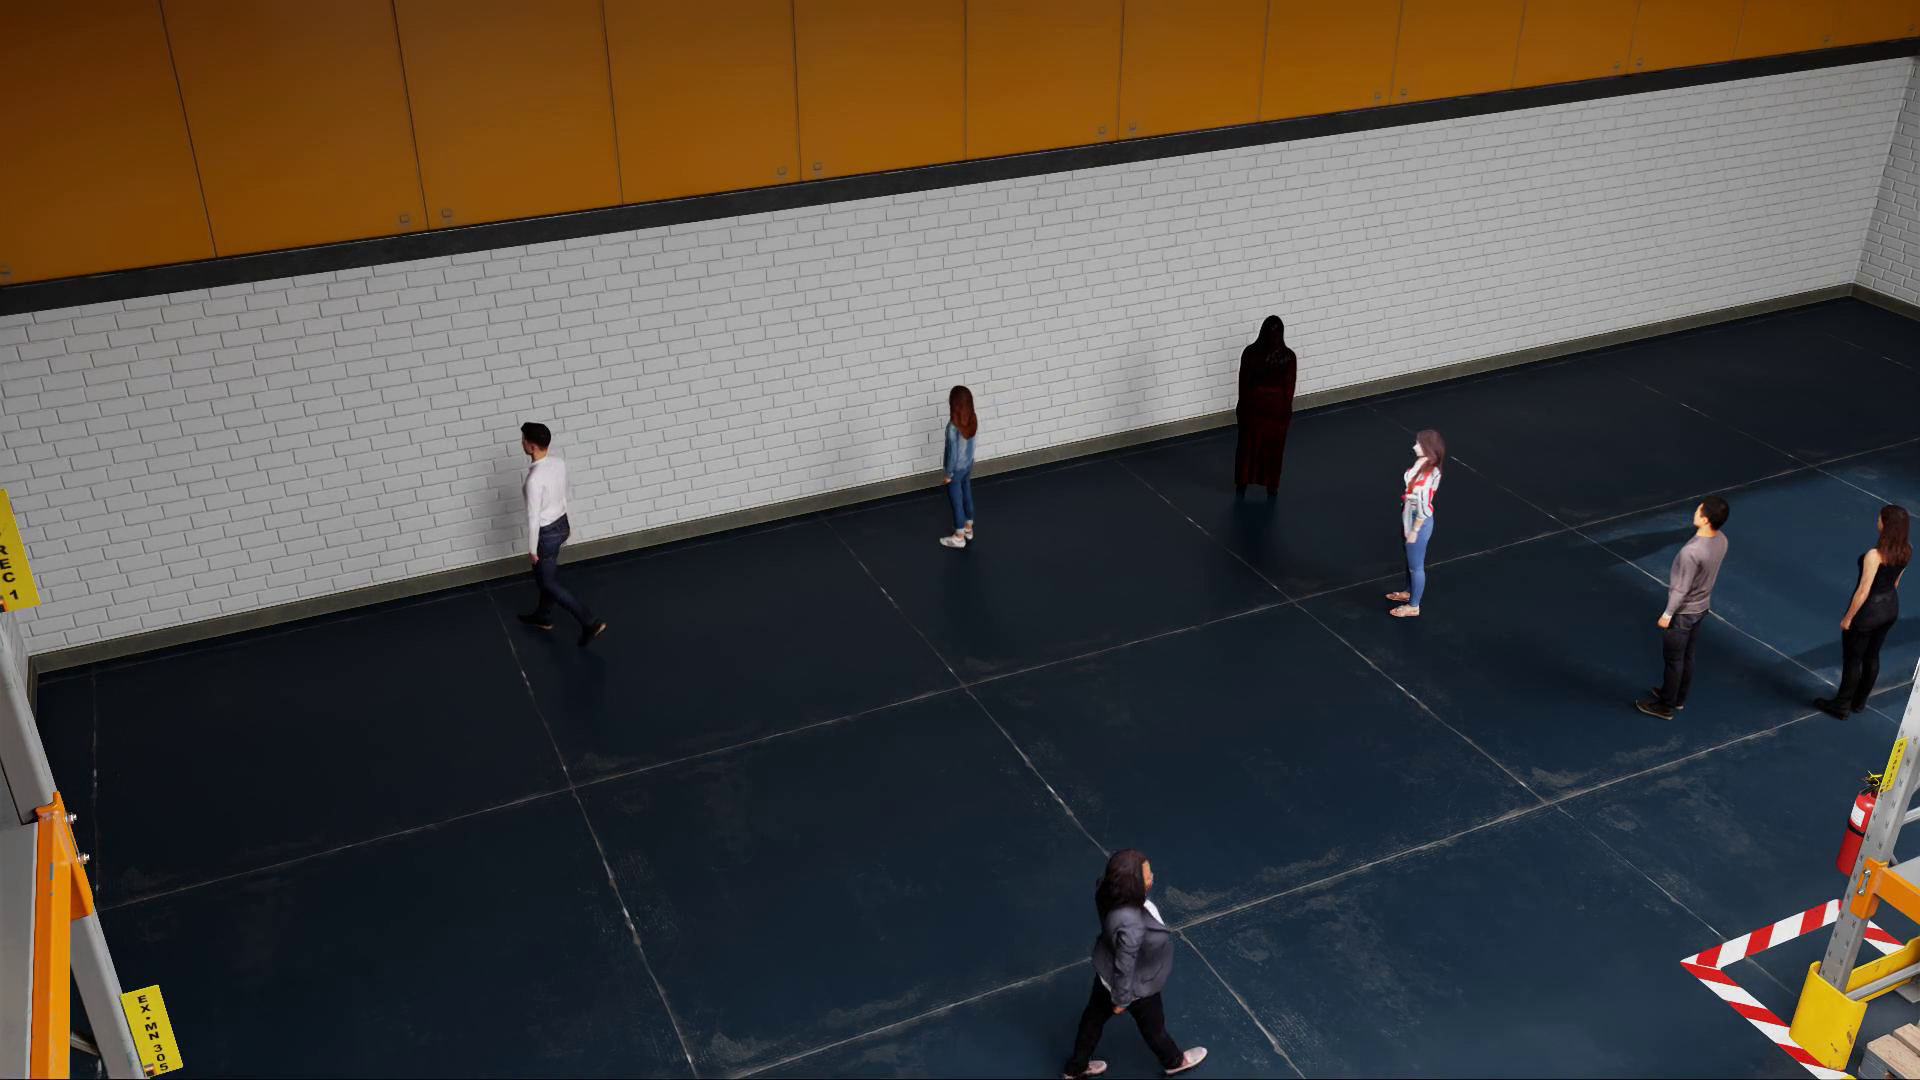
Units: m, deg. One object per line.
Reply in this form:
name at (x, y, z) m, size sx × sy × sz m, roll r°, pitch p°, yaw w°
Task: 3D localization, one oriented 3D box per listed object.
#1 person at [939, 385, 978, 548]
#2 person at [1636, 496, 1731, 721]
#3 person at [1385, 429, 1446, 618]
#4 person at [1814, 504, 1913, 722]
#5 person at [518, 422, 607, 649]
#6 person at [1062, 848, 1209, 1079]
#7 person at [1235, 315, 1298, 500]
person at (0.001, -0.640, 14.303) m, size 0.675 × 1.477 × 0.646 m, roll 15°, pitch 32°, yaw 25°
person at (5.228, 0.483, 11.940) m, size 0.625 × 1.768 × 0.692 m, roll -13°, pitch 31°, yaw -23°
person at (3.651, -0.148, 13.259) m, size 0.725 × 1.613 × 0.618 m, roll 3°, pitch 29°, yaw 6°
person at (6.546, 0.520, 11.957) m, size 0.579 × 1.687 × 0.514 m, roll -13°, pitch 31°, yaw -22°
person at (-3.100, -0.030, 12.791) m, size 1.149 × 1.853 × 1.107 m, roll 9°, pitch 30°, yaw 16°
person at (0.804, 2.303, 8.827) m, size 0.800 × 1.555 × 0.989 m, roll -9°, pitch 30°, yaw -16°
person at (2.752, -1.195, 15.027) m, size 0.769 × 1.758 × 0.803 m, roll 6°, pitch 29°, yaw 11°
